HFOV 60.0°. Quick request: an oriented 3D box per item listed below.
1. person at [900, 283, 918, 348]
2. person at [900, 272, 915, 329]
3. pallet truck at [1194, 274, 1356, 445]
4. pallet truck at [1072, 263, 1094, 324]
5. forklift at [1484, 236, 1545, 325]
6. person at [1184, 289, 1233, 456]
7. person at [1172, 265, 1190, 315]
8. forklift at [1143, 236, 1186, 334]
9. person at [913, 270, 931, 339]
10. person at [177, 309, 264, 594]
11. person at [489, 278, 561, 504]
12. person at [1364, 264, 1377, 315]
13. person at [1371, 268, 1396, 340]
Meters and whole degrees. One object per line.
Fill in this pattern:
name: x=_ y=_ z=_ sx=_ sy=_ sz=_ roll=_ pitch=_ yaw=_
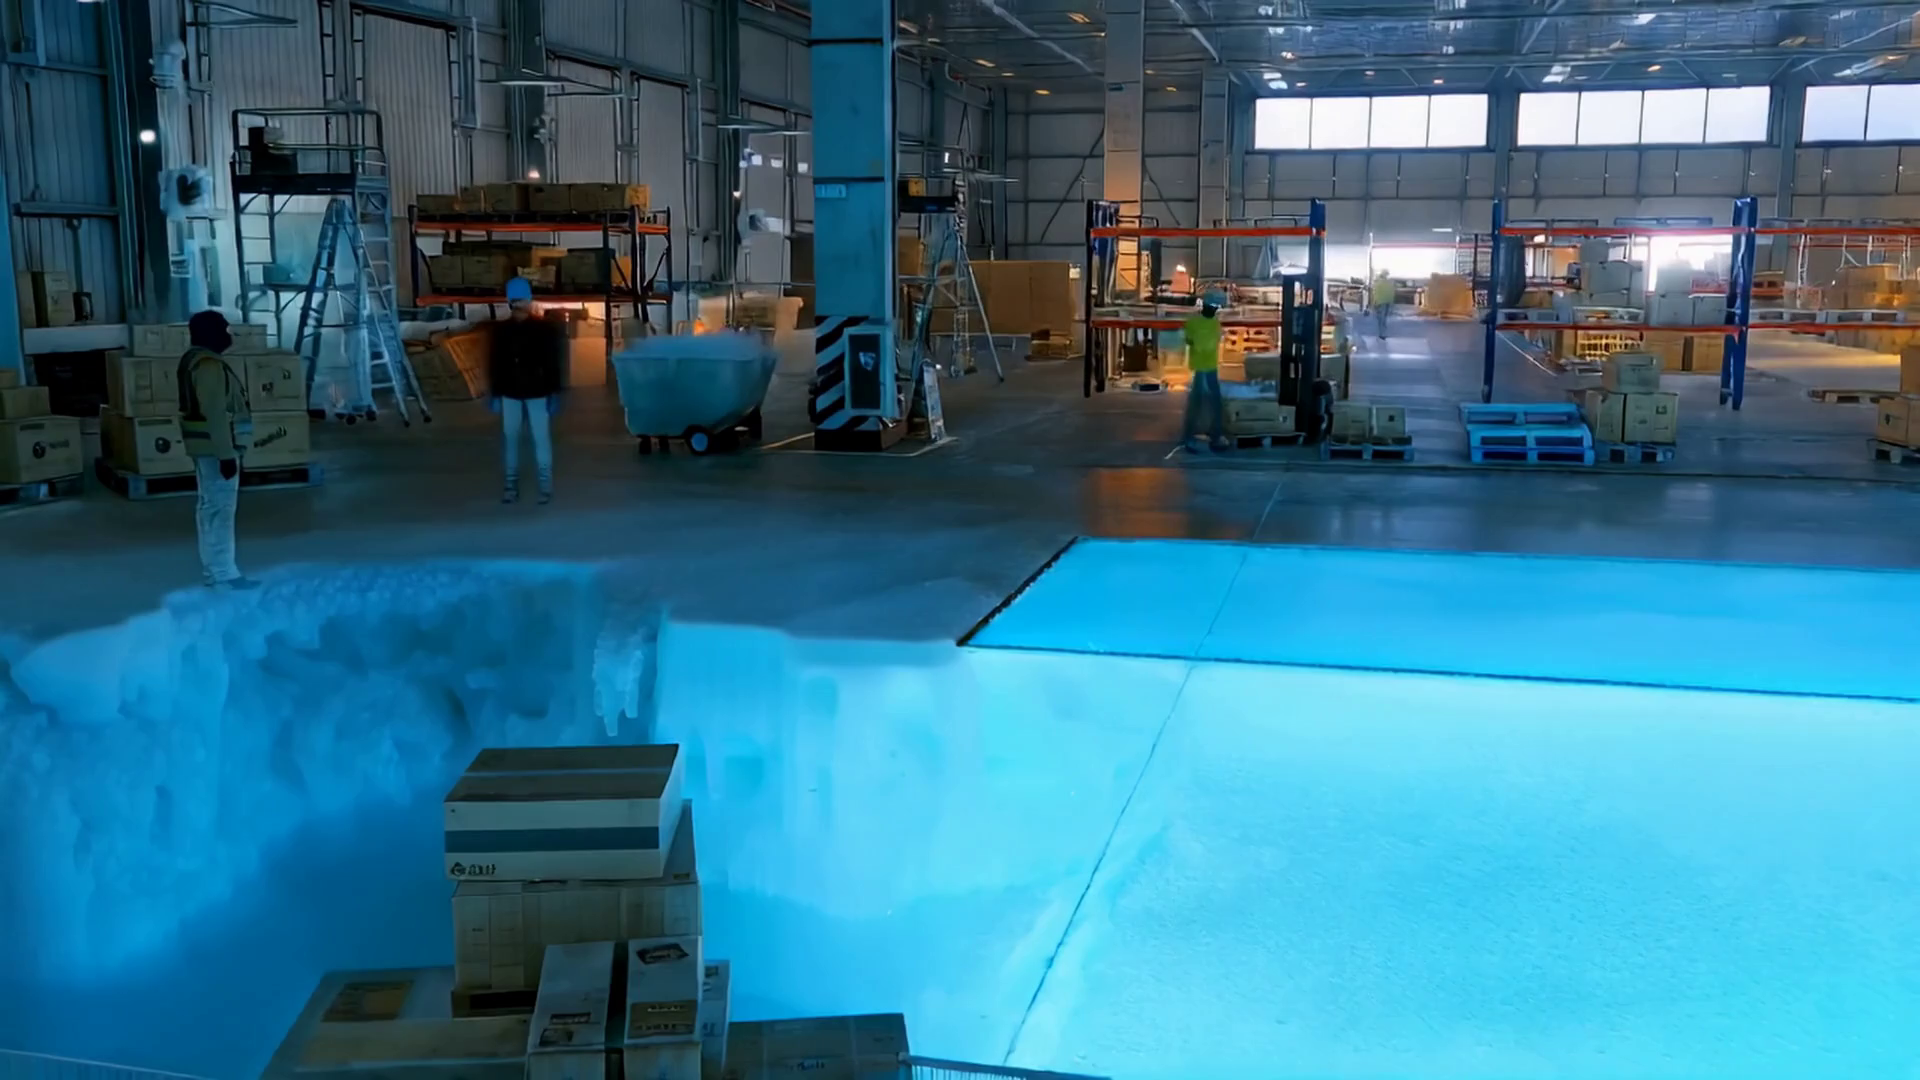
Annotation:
person: x=-1.253 y=-5.245 z=38.684 sx=0.600 sy=1.714 sz=0.544 roll=2 pitch=10 yaw=10
person: x=-1.340 y=-5.502 z=39.881 sx=0.524 sy=1.829 sz=0.463 roll=0 pitch=10 yaw=1
pallet truck: x=3.653 y=-2.138 z=19.590 sx=1.885 sy=1.965 sz=0.823 roll=-4 pitch=10 yaw=-20
pallet truck: x=4.325 y=-8.180 z=55.162 sx=0.823 sy=1.965 sz=1.885 roll=6 pitch=11 yaw=31
forklift: x=17.553 y=-8.123 z=52.229 sx=1.873 sy=2.768 sz=1.129 roll=2 pitch=10 yaw=14
person: x=2.724 y=-1.827 z=18.252 sx=0.574 sy=1.822 sz=0.900 roll=-4 pitch=10 yaw=-21
person: x=7.799 y=-8.737 z=58.615 sx=0.636 sy=1.939 sz=0.364 roll=2 pitch=10 yaw=14
forklift: x=5.411 y=-7.233 z=46.991 sx=1.873 sy=2.768 sz=1.129 roll=2 pitch=10 yaw=14
person: x=-0.977 y=-5.709 z=40.946 sx=0.584 sy=1.884 sz=0.349 roll=3 pitch=10 yaw=19
person: x=-4.834 y=-0.575 z=10.844 sx=0.429 sy=1.844 sz=0.626 roll=-7 pitch=12 yaw=-35
person: x=-3.836 y=-1.299 z=14.651 sx=0.618 sy=1.993 sz=0.396 roll=0 pitch=10 yaw=0
person: x=15.673 y=-9.564 z=63.486 sx=0.542 sy=1.938 sz=0.357 roll=7 pitch=12 yaw=36
person: x=11.186 y=-6.246 z=44.074 sx=0.646 sy=1.890 sz=1.003 roll=0 pitch=10 yaw=0
